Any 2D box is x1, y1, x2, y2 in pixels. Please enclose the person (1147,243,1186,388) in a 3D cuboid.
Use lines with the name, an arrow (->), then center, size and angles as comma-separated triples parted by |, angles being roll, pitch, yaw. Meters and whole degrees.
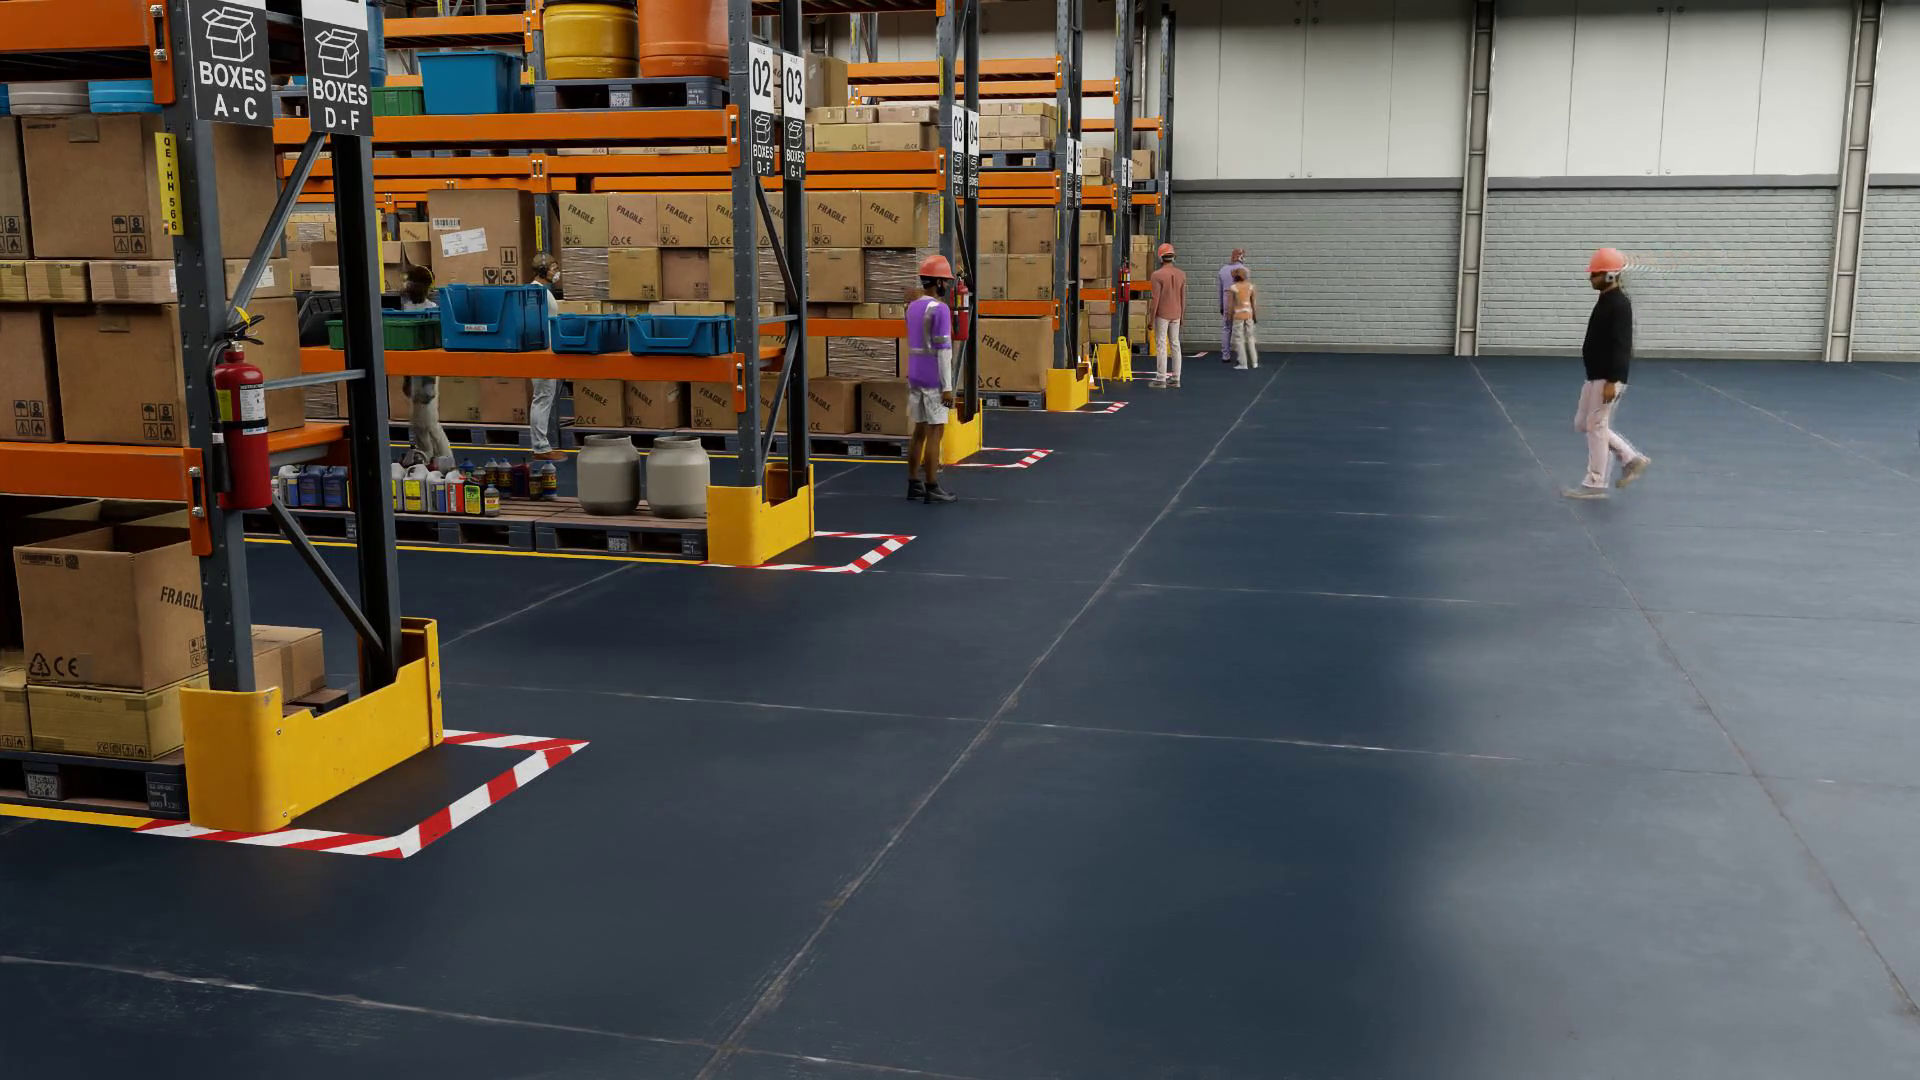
person -> 2.856, -3.104, 23.069 | 0.622, 1.990, 0.388 | -7, 12, -33

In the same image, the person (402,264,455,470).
person -> -4.324, -1.299, 13.495 | 0.371, 1.843, 0.622 | -9, 13, -40

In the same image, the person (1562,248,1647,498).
person -> 5.134, -1.300, 13.124 | 0.564, 1.980, 0.620 | 1, 10, 6

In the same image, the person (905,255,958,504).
person -> -0.207, -1.240, 12.941 | 0.386, 1.930, 0.540 | -5, 12, -28

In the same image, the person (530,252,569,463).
person -> -3.837, -1.674, 15.338 | 0.369, 1.932, 0.622 | -2, 10, -12

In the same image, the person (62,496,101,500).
person -> -5.703, -0.716, 10.834 | 0.285, 1.633, 0.497 | 1, 10, 5

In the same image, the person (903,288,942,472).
person -> -0.328, -1.404, 14.642 | 0.368, 1.619, 0.547 | 2, 10, 11

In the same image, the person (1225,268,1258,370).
person -> 4.454, -3.495, 26.307 | 0.574, 1.608, 0.333 | -5, 11, -26

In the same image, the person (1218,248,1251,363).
person -> 4.602, -3.889, 27.683 | 0.403, 1.901, 0.637 | -9, 14, -41
